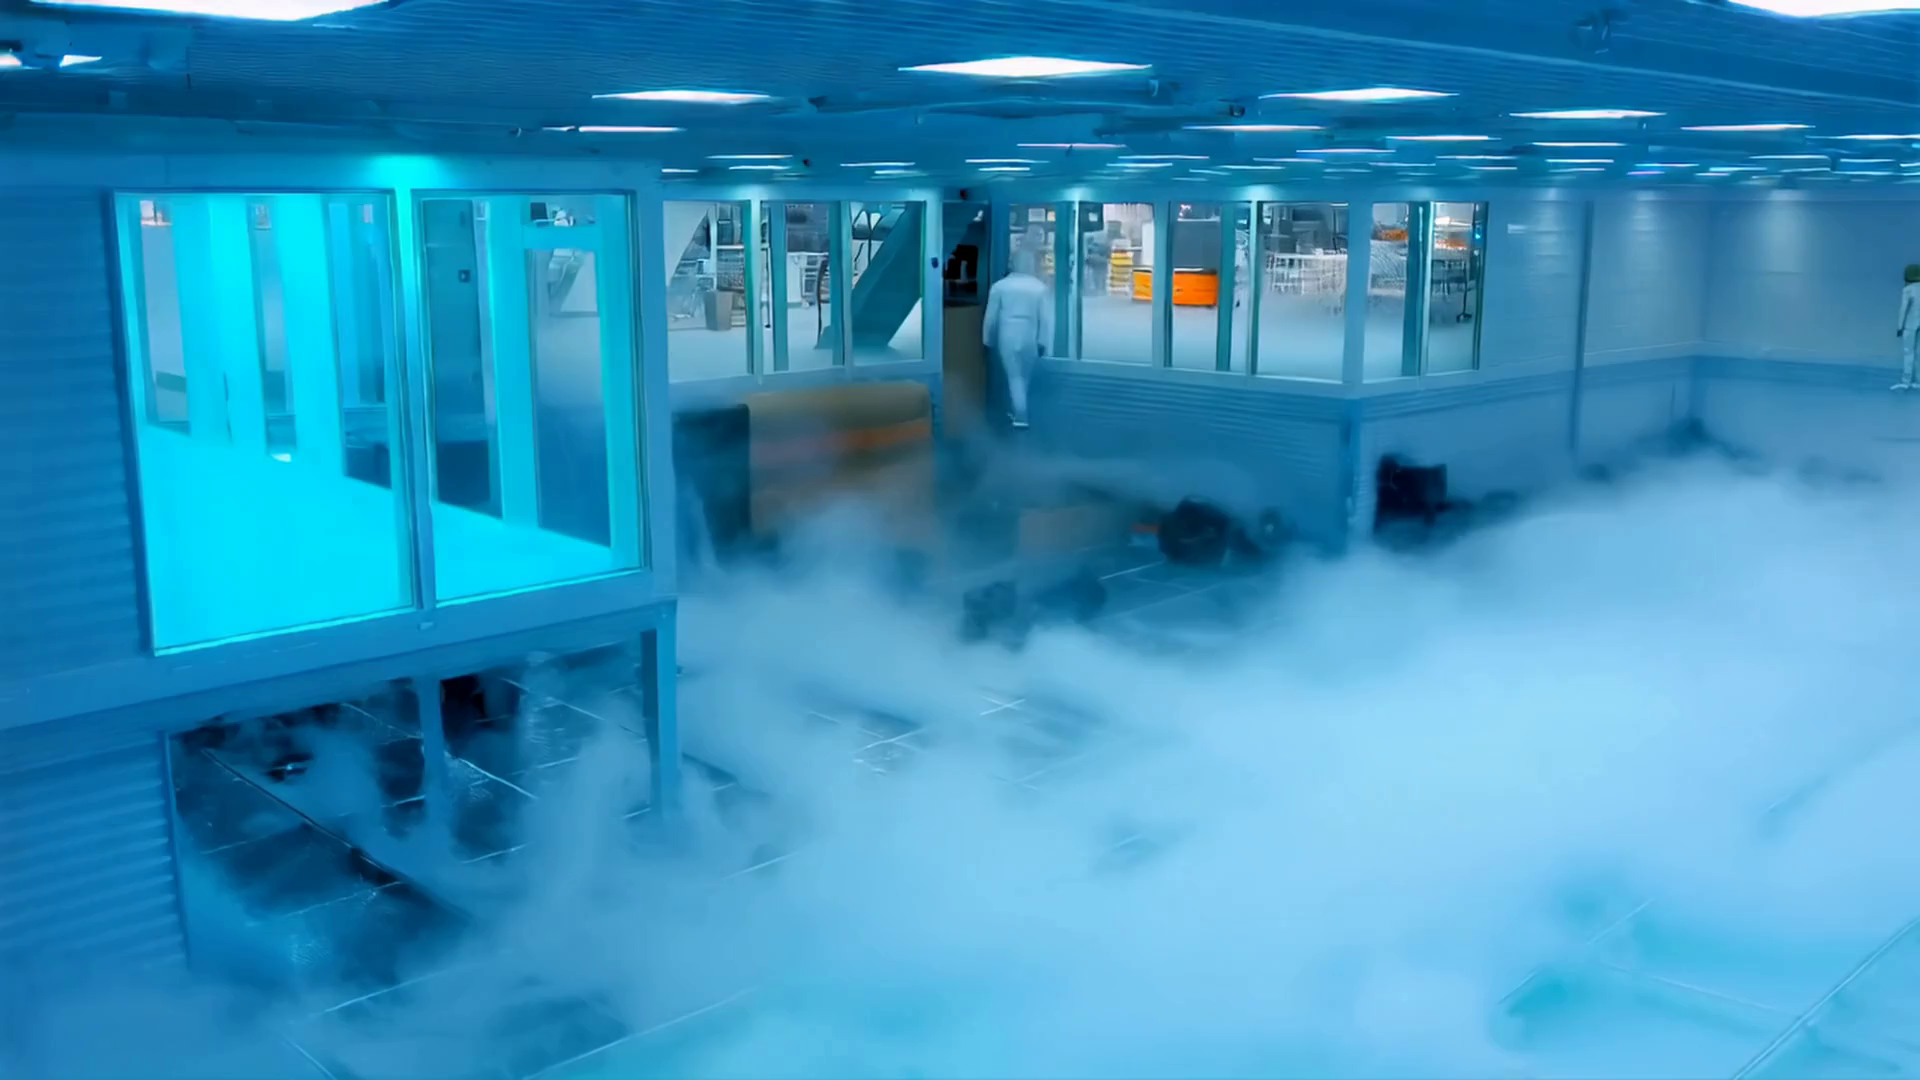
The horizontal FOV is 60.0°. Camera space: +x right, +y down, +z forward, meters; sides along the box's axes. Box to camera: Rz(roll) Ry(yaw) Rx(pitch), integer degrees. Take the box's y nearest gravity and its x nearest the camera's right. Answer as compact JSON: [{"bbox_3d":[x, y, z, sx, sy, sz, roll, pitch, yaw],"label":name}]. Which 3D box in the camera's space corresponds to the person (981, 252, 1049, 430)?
[{"bbox_3d":[0.582,-2.135,17.773,0.660,1.853,0.983,-4,12,-18],"label":"person"}]

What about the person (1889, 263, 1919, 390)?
[{"bbox_3d":[12.281,-2.750,21.455,0.497,1.626,0.288,-5,12,-25],"label":"person"}]
